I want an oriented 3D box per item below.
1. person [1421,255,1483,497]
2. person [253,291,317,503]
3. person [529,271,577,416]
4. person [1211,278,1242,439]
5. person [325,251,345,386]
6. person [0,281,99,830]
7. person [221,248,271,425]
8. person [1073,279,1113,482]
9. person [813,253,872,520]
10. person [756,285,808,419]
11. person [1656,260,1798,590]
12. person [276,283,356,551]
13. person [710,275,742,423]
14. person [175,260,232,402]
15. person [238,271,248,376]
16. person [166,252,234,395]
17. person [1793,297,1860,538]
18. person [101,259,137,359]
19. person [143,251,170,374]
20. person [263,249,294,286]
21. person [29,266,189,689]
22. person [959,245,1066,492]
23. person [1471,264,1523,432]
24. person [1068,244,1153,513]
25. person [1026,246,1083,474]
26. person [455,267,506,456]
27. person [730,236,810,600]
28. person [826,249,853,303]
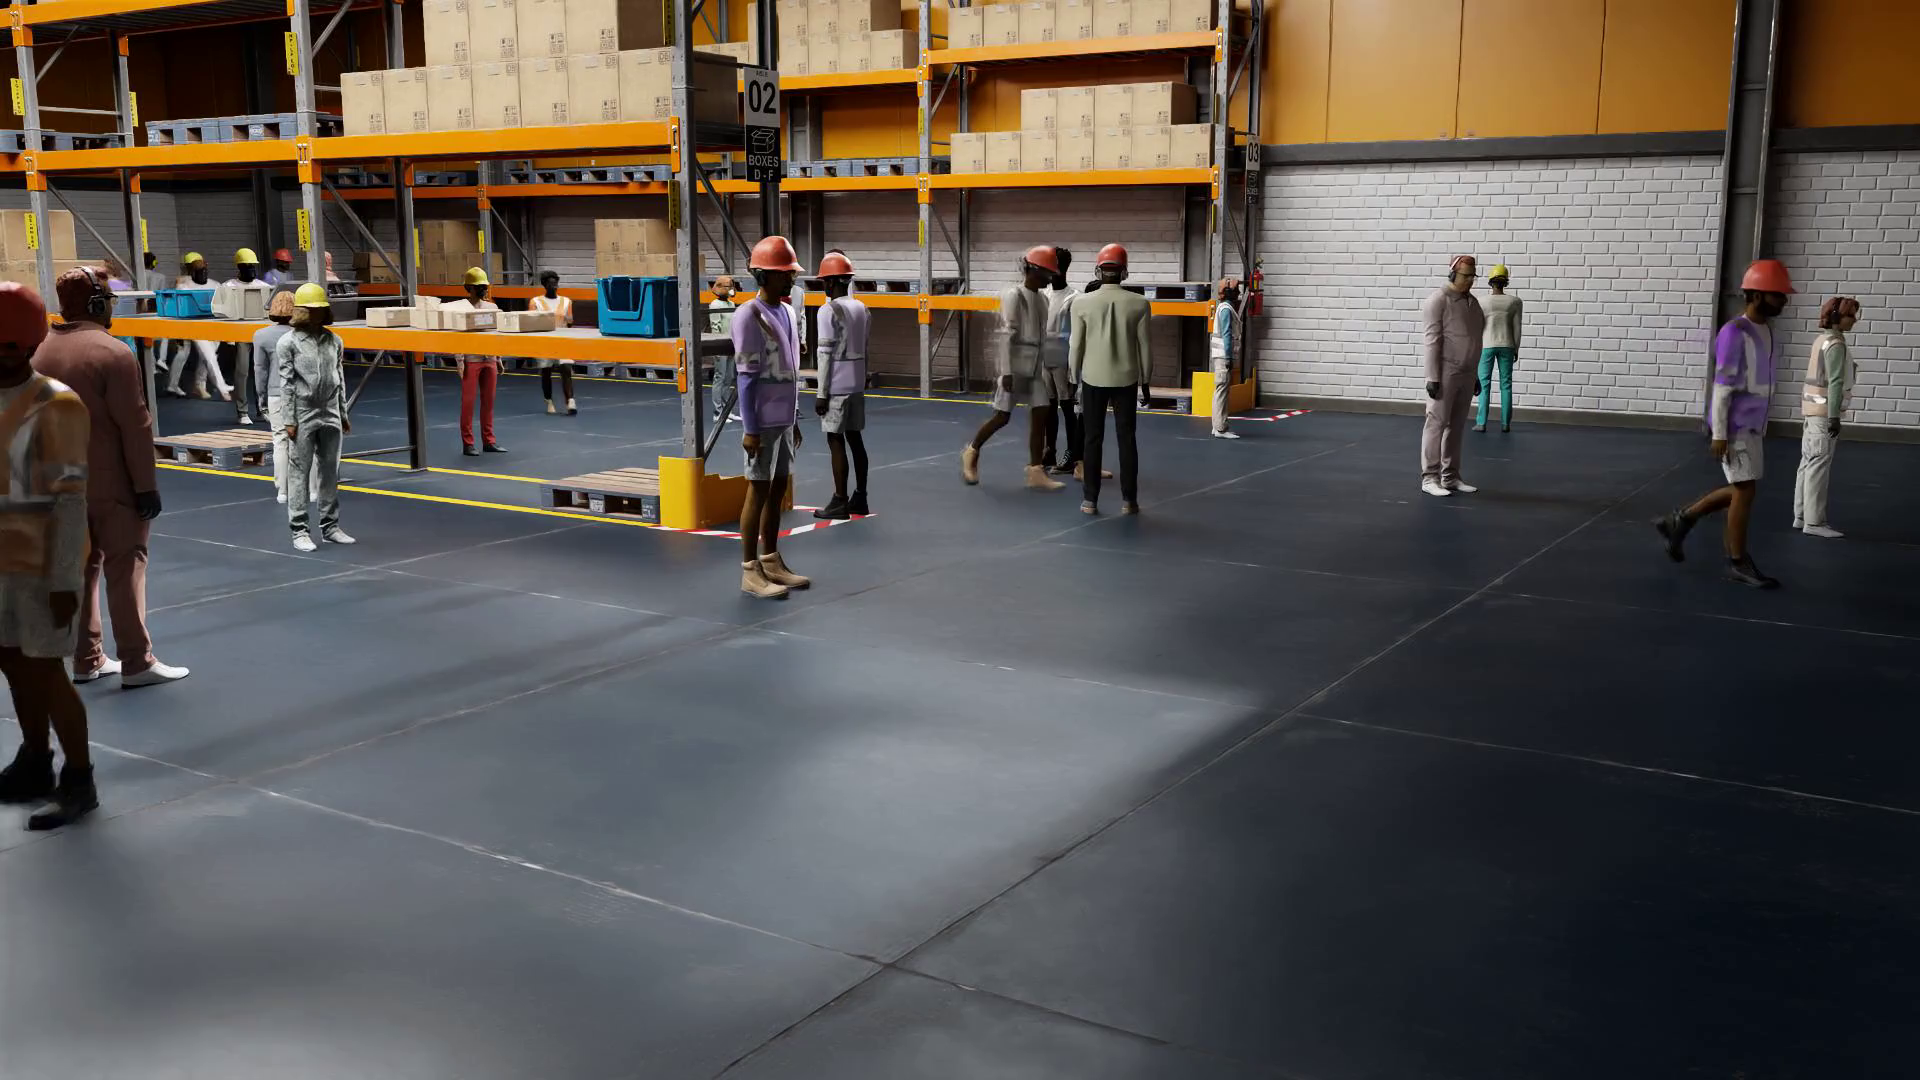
[{"bbox_3d":[3.946,-1.305,13.252,0.637,1.902,0.406,-8,13,-38],"label":"person"},{"bbox_3d":[-5.161,-1.098,12.842,0.507,1.631,0.266,-2,10,-13],"label":"person"},{"bbox_3d":[-4.662,-2.242,19.100,0.540,1.655,0.836,-5,11,-25],"label":"person"},{"bbox_3d":[2.724,-1.858,17.033,0.309,1.641,0.513,1,10,5],"label":"person"},{"bbox_3d":[-6.961,-2.211,18.254,0.409,1.906,0.652,-2,11,-13],"label":"person"},{"bbox_3d":[-3.256,0.061,5.738,0.761,1.889,0.381,7,13,35],"label":"person"},{"bbox_3d":[-7.811,-2.233,18.310,0.363,1.930,0.588,7,12,34],"label":"person"},{"bbox_3d":[1.130,-1.335,13.979,0.320,1.695,0.537,6,12,29],"label":"person"},{"bbox_3d":[-0.880,-1.116,12.127,0.382,1.932,0.541,6,12,31],"label":"person"},{"bbox_3d":[-1.998,-2.270,18.785,0.600,1.831,0.404,-5,12,-27],"label":"person"},{"bbox_3d":[4.539,-0.692,9.839,0.552,1.917,0.749,-8,13,-39],"label":"person"},{"bbox_3d":[-4.216,-0.807,10.924,0.322,1.743,0.489,6,12,32],"label":"person"},{"bbox_3d":[-2.613,-2.121,18.512,0.276,1.632,0.507,3,11,16],"label":"person"},{"bbox_3d":[-9.522,-2.639,21.001,0.979,1.787,0.713,8,13,37],"label":"person"},{"bbox_3d":[-10.625,-3.269,24.871,0.507,1.633,0.278,-4,11,-23],"label":"person"},{"bbox_3d":[-10.072,-2.830,21.823,0.585,1.877,0.996,4,11,20],"label":"person"},{"bbox_3d":[5.945,-0.843,11.423,0.315,1.636,0.514,3,11,15],"label":"person"},{"bbox_3d":[-10.389,-2.524,20.310,0.991,1.782,0.574,1,10,7],"label":"person"},{"bbox_3d":[-12.266,-3.442,25.244,0.512,1.856,0.384,-2,10,-10],"label":"person"},{"bbox_3d":[-10.419,-3.529,25.620,0.865,1.885,0.556,3,11,18],"label":"person"},{"bbox_3d":[-3.874,-0.276,7.532,0.643,1.909,0.410,4,11,21],"label":"person"},{"bbox_3d":[0.431,-1.400,13.545,0.969,1.984,0.707,8,13,37],"label":"person"},{"bbox_3d":[5.639,-2.008,17.522,0.522,1.769,0.311,0,10,3],"label":"person"},{"bbox_3d":[1.114,-1.186,12.329,0.625,1.992,0.388,1,10,3],"label":"person"},{"bbox_3d":[0.846,-1.558,14.469,0.367,1.966,0.605,-8,13,-36],"label":"person"},{"bbox_3d":[-4.529,-1.680,15.702,0.316,1.767,0.535,7,12,34],"label":"person"},{"bbox_3d":[-1.049,-0.691,9.454,0.391,2.040,0.615,4,11,19],"label":"person"},{"bbox_3d":[-1.388,-2.409,19.317,0.374,1.917,0.596,1,10,6],"label":"person"}]
